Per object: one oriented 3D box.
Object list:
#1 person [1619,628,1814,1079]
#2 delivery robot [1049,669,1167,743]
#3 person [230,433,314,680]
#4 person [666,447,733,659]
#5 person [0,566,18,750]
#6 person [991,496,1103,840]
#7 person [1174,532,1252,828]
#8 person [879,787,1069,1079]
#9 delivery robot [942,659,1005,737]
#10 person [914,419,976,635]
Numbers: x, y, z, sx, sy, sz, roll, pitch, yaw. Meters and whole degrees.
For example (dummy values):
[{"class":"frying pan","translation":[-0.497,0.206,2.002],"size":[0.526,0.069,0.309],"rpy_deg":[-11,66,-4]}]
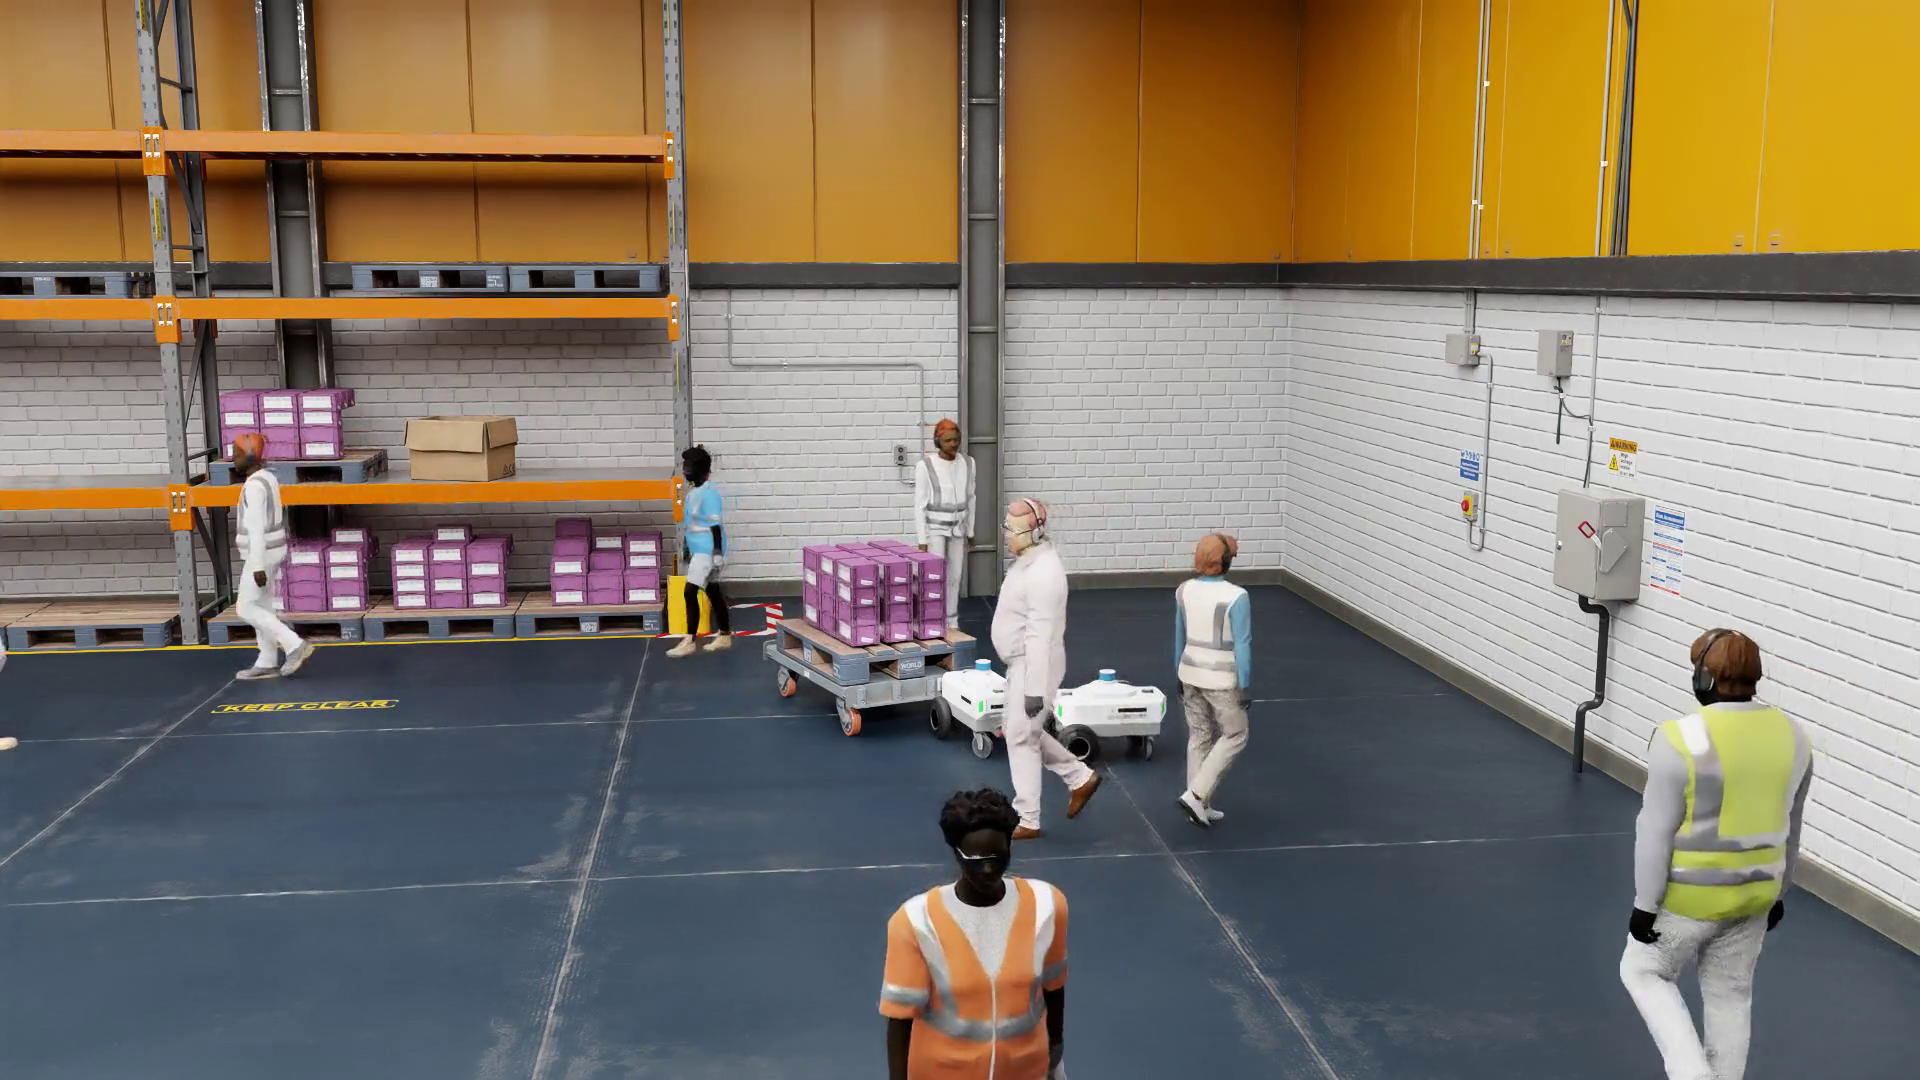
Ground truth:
[{"class":"person","translation":[2.588,1.208,5.741],"size":[0.646,1.828,0.441],"rpy_deg":[-2,9,-15]},{"class":"delivery robot","translation":[0.920,1.052,10.384],"size":[0.707,0.478,0.477],"rpy_deg":[-1,9,-7]},{"class":"person","translation":[-5.161,0.132,12.353],"size":[0.467,1.872,0.576],"rpy_deg":[-2,9,-11]},{"class":"person","translation":[-2.105,0.101,13.118],"size":[0.718,1.666,0.550],"rpy_deg":[-4,10,-24]},{"class":"person","translation":[-6.276,0.452,10.481],"size":[0.467,1.823,0.621],"rpy_deg":[-5,10,-26]},{"class":"person","translation":[0.439,0.690,8.821],"size":[0.566,1.880,0.656],"rpy_deg":[0,9,-2]},{"class":"person","translation":[1.340,0.778,9.018],"size":[0.403,1.627,0.547],"rpy_deg":[-7,12,-38]},{"class":"person","translation":[0.064,1.490,4.489],"size":[0.554,1.649,0.854],"rpy_deg":[-2,9,-12]},{"class":"delivery robot","translation":[0.149,1.009,10.654],"size":[0.477,0.478,0.707],"rpy_deg":[-3,10,-21]},{"class":"person","translation":[-0.120,-0.049,13.486],"size":[0.587,1.868,0.418],"rpy_deg":[-6,11,-35]}]
